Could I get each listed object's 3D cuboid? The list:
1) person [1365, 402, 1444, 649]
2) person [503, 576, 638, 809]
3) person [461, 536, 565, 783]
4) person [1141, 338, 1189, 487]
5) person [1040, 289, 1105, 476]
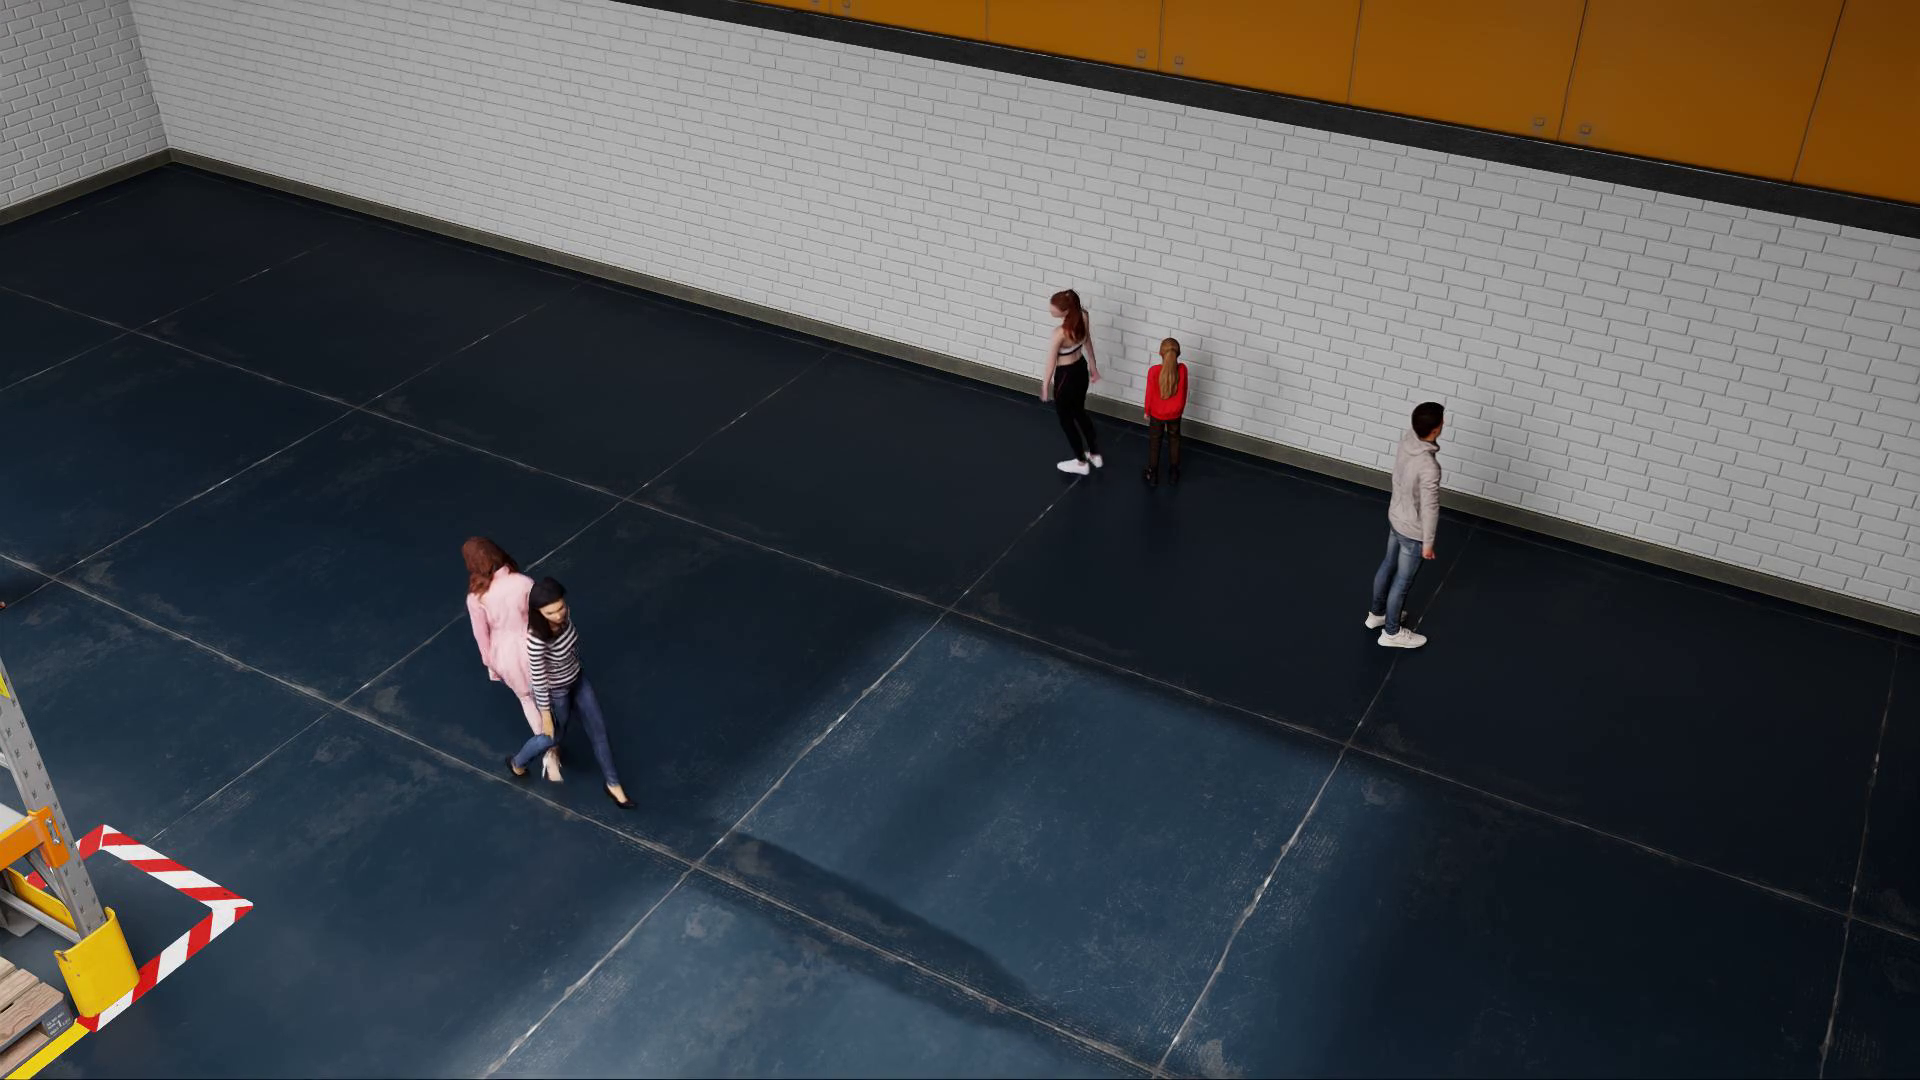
[{"bbox_3d":[3.052,-0.122,11.320,0.817,1.854,0.733,-5,34,-8],"label":"person"},{"bbox_3d":[-2.433,0.931,9.828,0.917,1.753,1.116,6,34,9],"label":"person"},{"bbox_3d":[-2.643,0.777,10.042,0.926,1.771,0.982,-6,34,-9],"label":"person"},{"bbox_3d":[1.633,-1.024,13.196,0.588,1.280,0.641,-5,34,-8],"label":"person"},{"bbox_3d":[0.917,-1.229,13.129,0.603,1.696,0.839,-21,39,-28],"label":"person"}]
